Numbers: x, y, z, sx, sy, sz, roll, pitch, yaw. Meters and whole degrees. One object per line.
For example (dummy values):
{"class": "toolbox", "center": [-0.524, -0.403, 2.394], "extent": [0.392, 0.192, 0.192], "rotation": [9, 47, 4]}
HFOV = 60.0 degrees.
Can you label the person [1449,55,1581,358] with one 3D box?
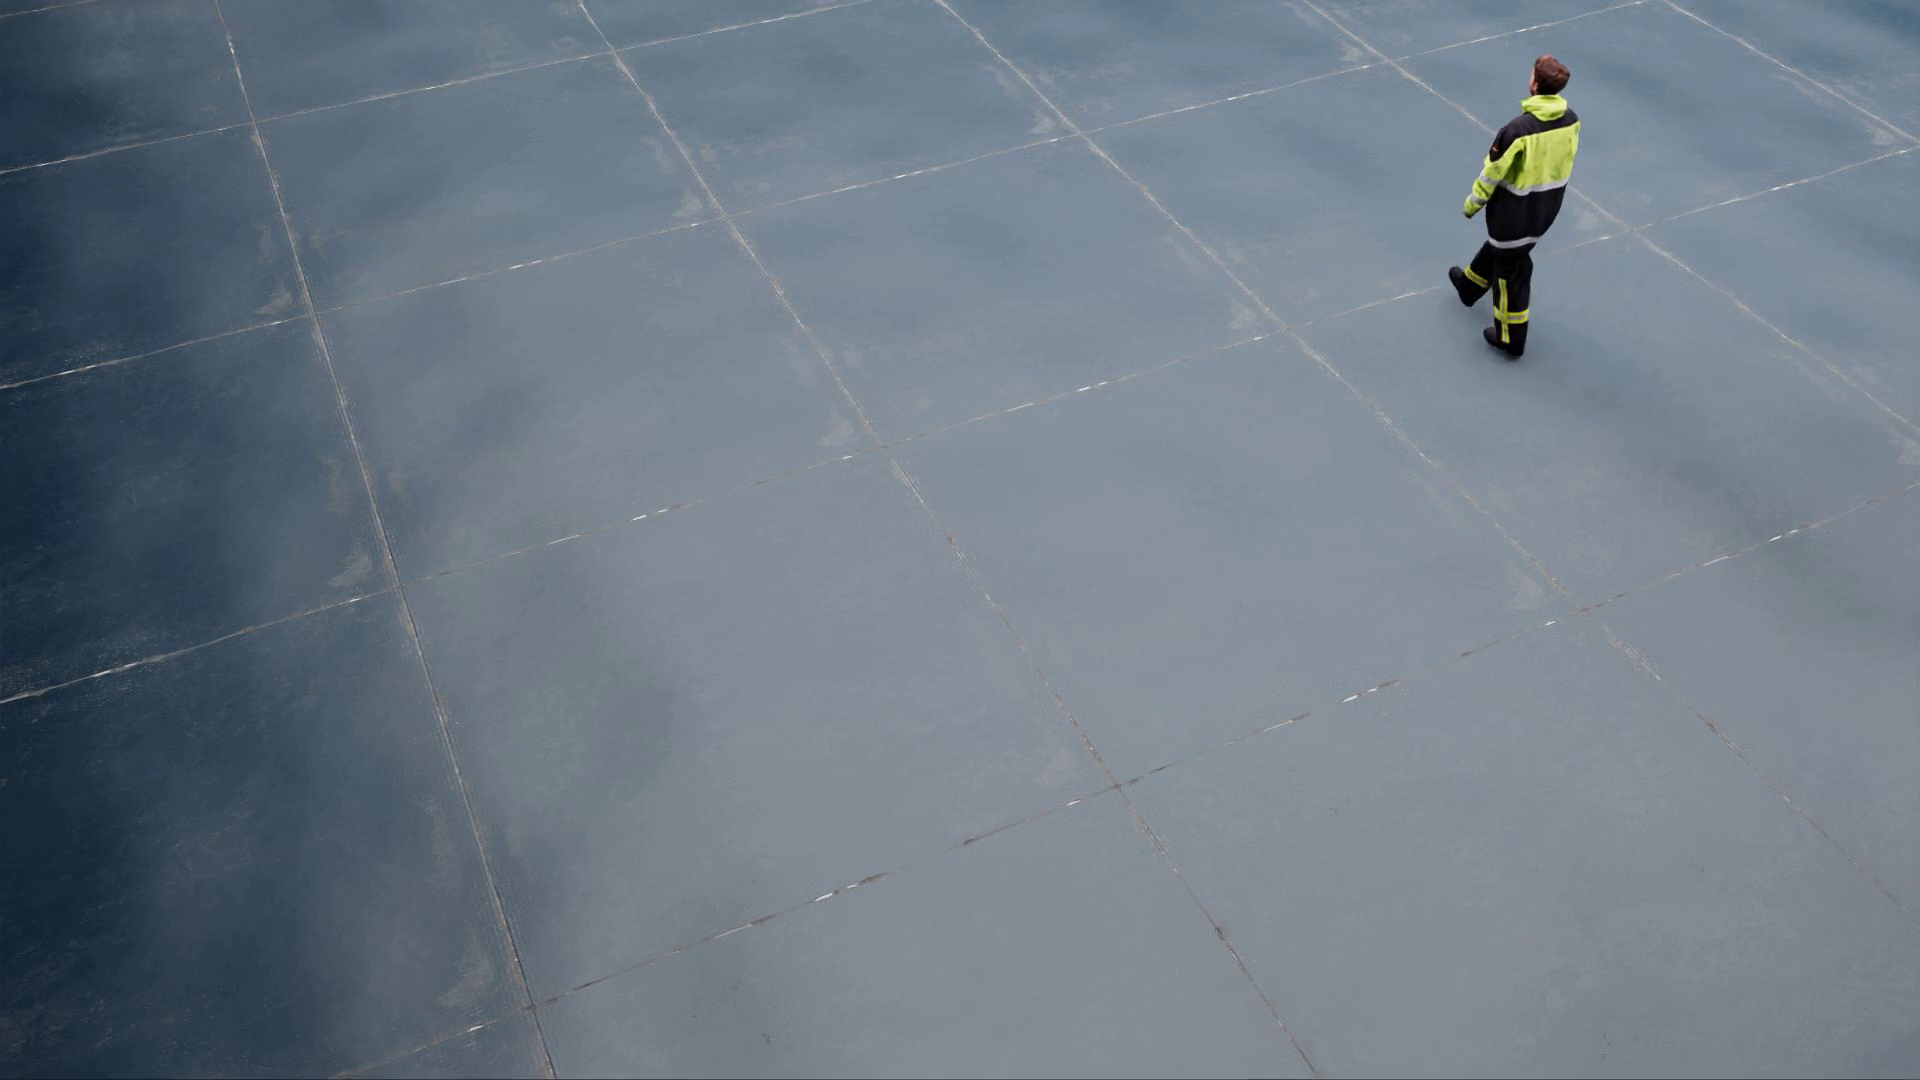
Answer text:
{"class": "person", "center": [3.623, -2.059, 10.586], "extent": [0.819, 1.933, 1.141], "rotation": [-21, 46, -21]}
